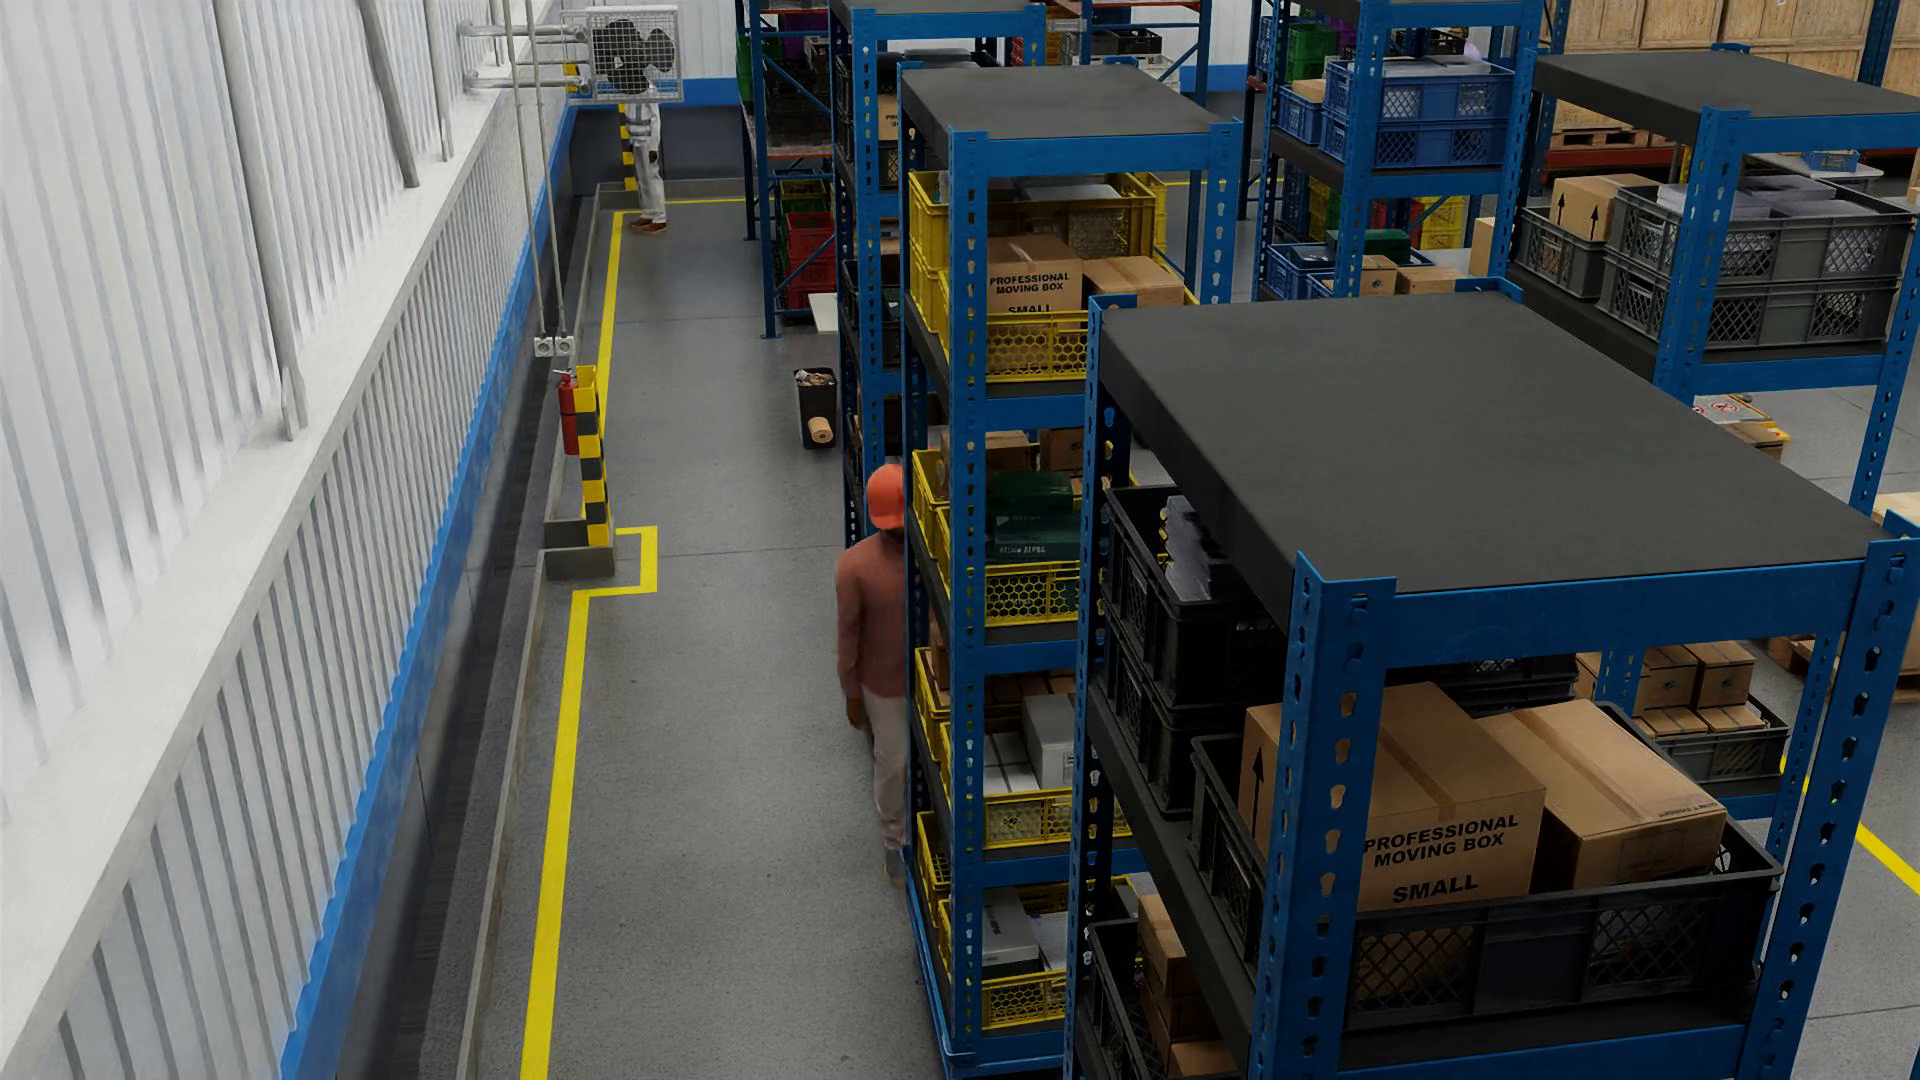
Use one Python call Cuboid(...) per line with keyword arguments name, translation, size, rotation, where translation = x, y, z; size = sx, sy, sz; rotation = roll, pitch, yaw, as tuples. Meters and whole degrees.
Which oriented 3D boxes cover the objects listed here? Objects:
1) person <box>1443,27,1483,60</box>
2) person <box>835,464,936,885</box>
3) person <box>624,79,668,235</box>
Cuboid(name="person", translation=(5.718, -5.069, 19.316), size=(0.374, 1.933, 0.625), rotation=(-14, 28, -28))
Cuboid(name="person", translation=(-0.195, 0.533, 7.121), size=(0.759, 1.961, 0.532), rotation=(-13, 28, -26))
Cuboid(name="person", translation=(-3.305, -4.155, 17.381), size=(0.337, 1.882, 0.583), rotation=(-15, 29, -30))
